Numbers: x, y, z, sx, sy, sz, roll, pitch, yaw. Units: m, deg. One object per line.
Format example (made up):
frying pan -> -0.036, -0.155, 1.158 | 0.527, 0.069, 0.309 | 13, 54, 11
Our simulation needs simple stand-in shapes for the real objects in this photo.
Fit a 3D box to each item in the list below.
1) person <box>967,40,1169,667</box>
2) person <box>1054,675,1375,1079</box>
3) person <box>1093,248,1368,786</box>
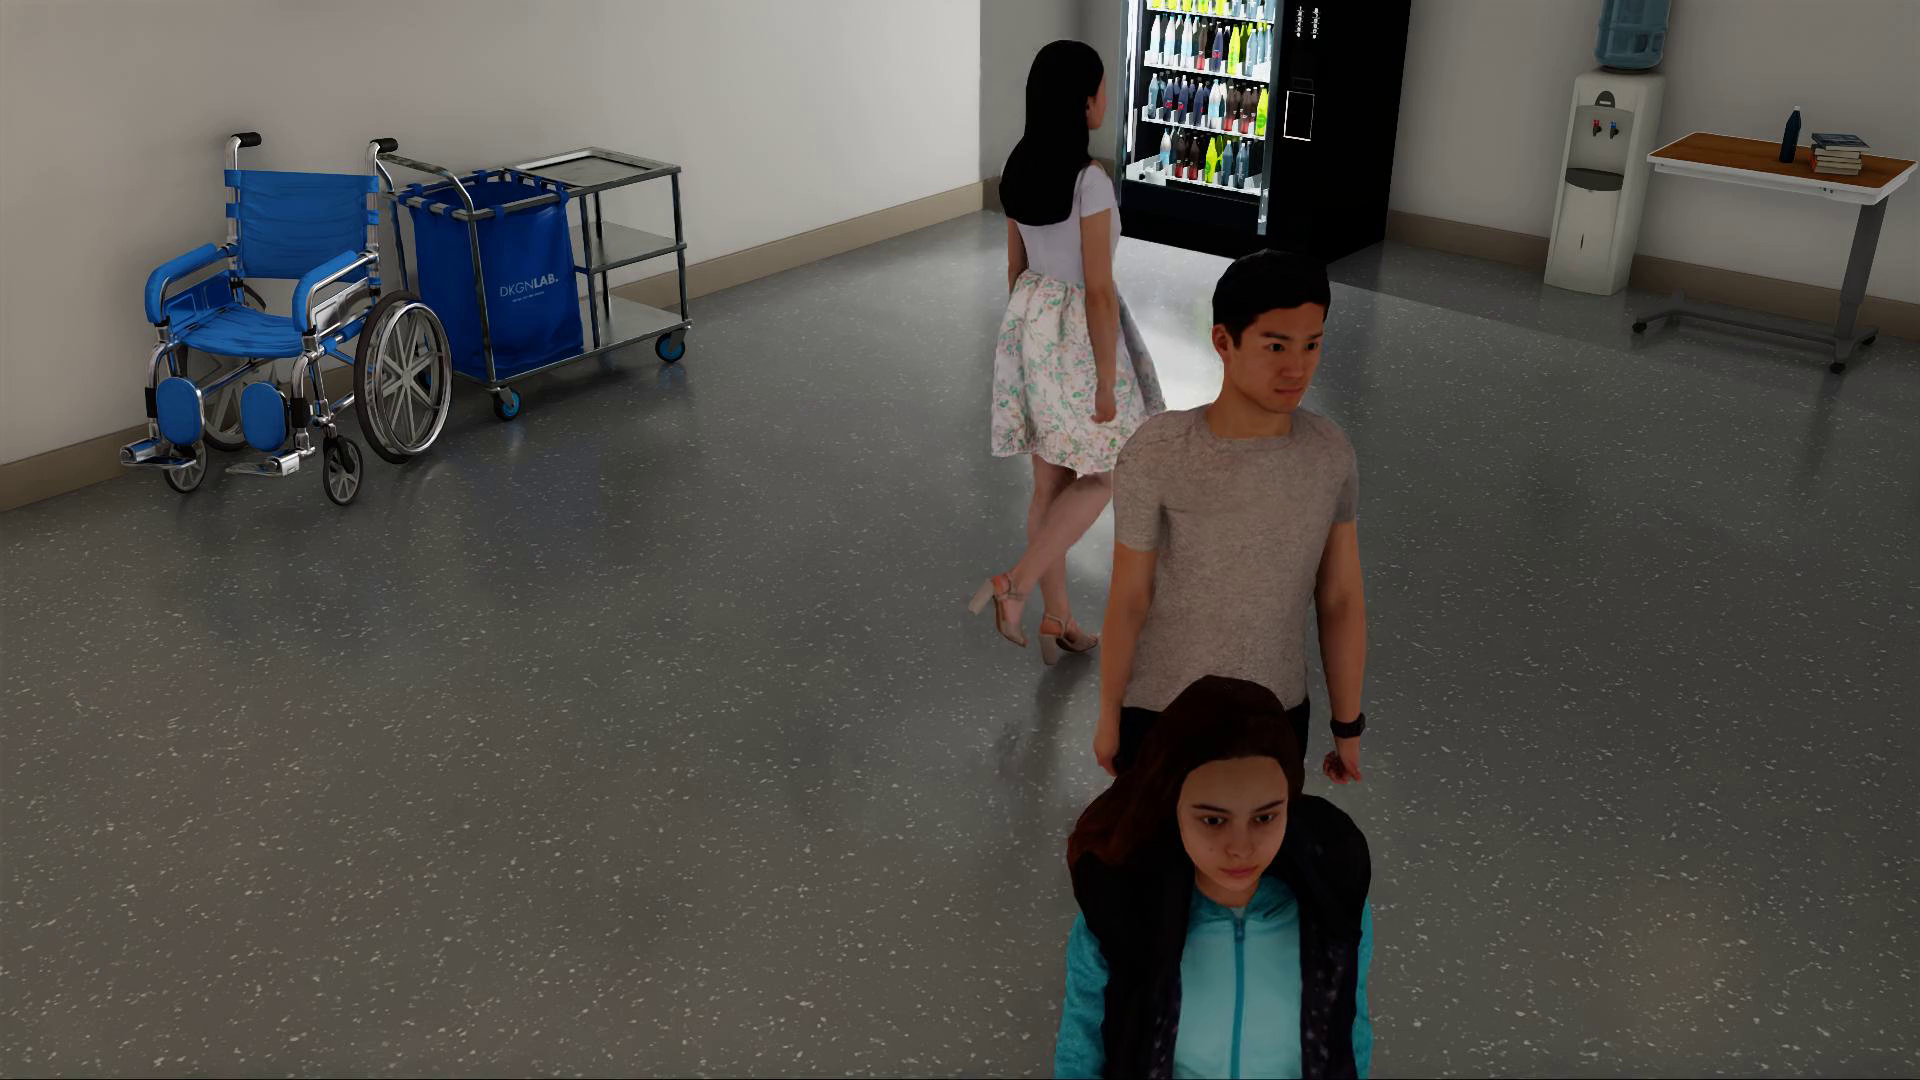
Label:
person -> 0.217, -0.424, 4.505 | 0.791, 1.766, 0.790 | -18, 31, -33
person -> 0.326, 0.803, 2.280 | 0.817, 1.488, 0.890 | -3, 26, -7
person -> 0.468, 0.266, 3.136 | 0.754, 1.711, 0.801 | -5, 26, -9
